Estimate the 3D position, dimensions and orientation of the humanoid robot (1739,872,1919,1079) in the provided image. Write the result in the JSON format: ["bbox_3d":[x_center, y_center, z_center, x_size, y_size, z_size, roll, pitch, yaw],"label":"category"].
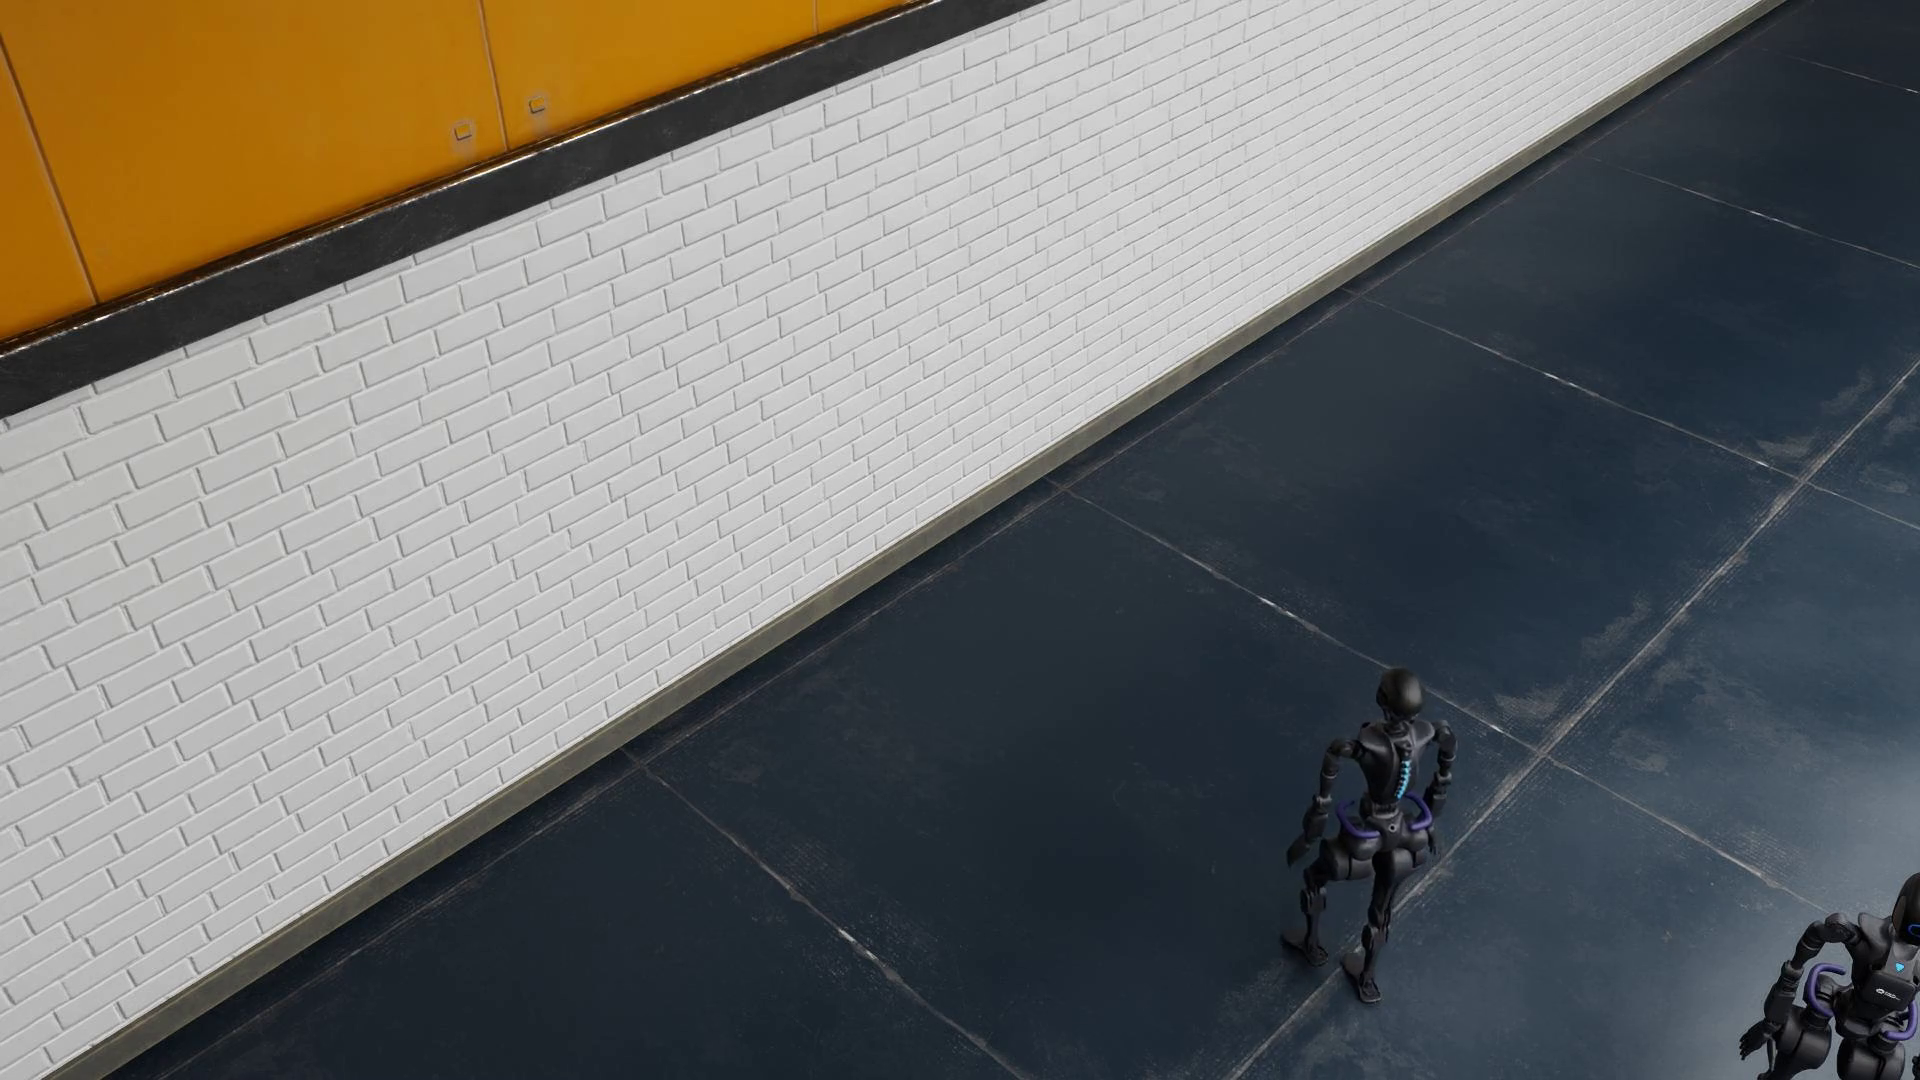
[{"bbox_3d":[3.020,1.701,5.654,0.599,1.657,0.315,17,42,20],"label":"humanoid robot"}]

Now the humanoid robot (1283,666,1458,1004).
[{"bbox_3d":[1.577,1.117,6.399,0.595,1.644,0.462,-8,39,-9],"label":"humanoid robot"}]
